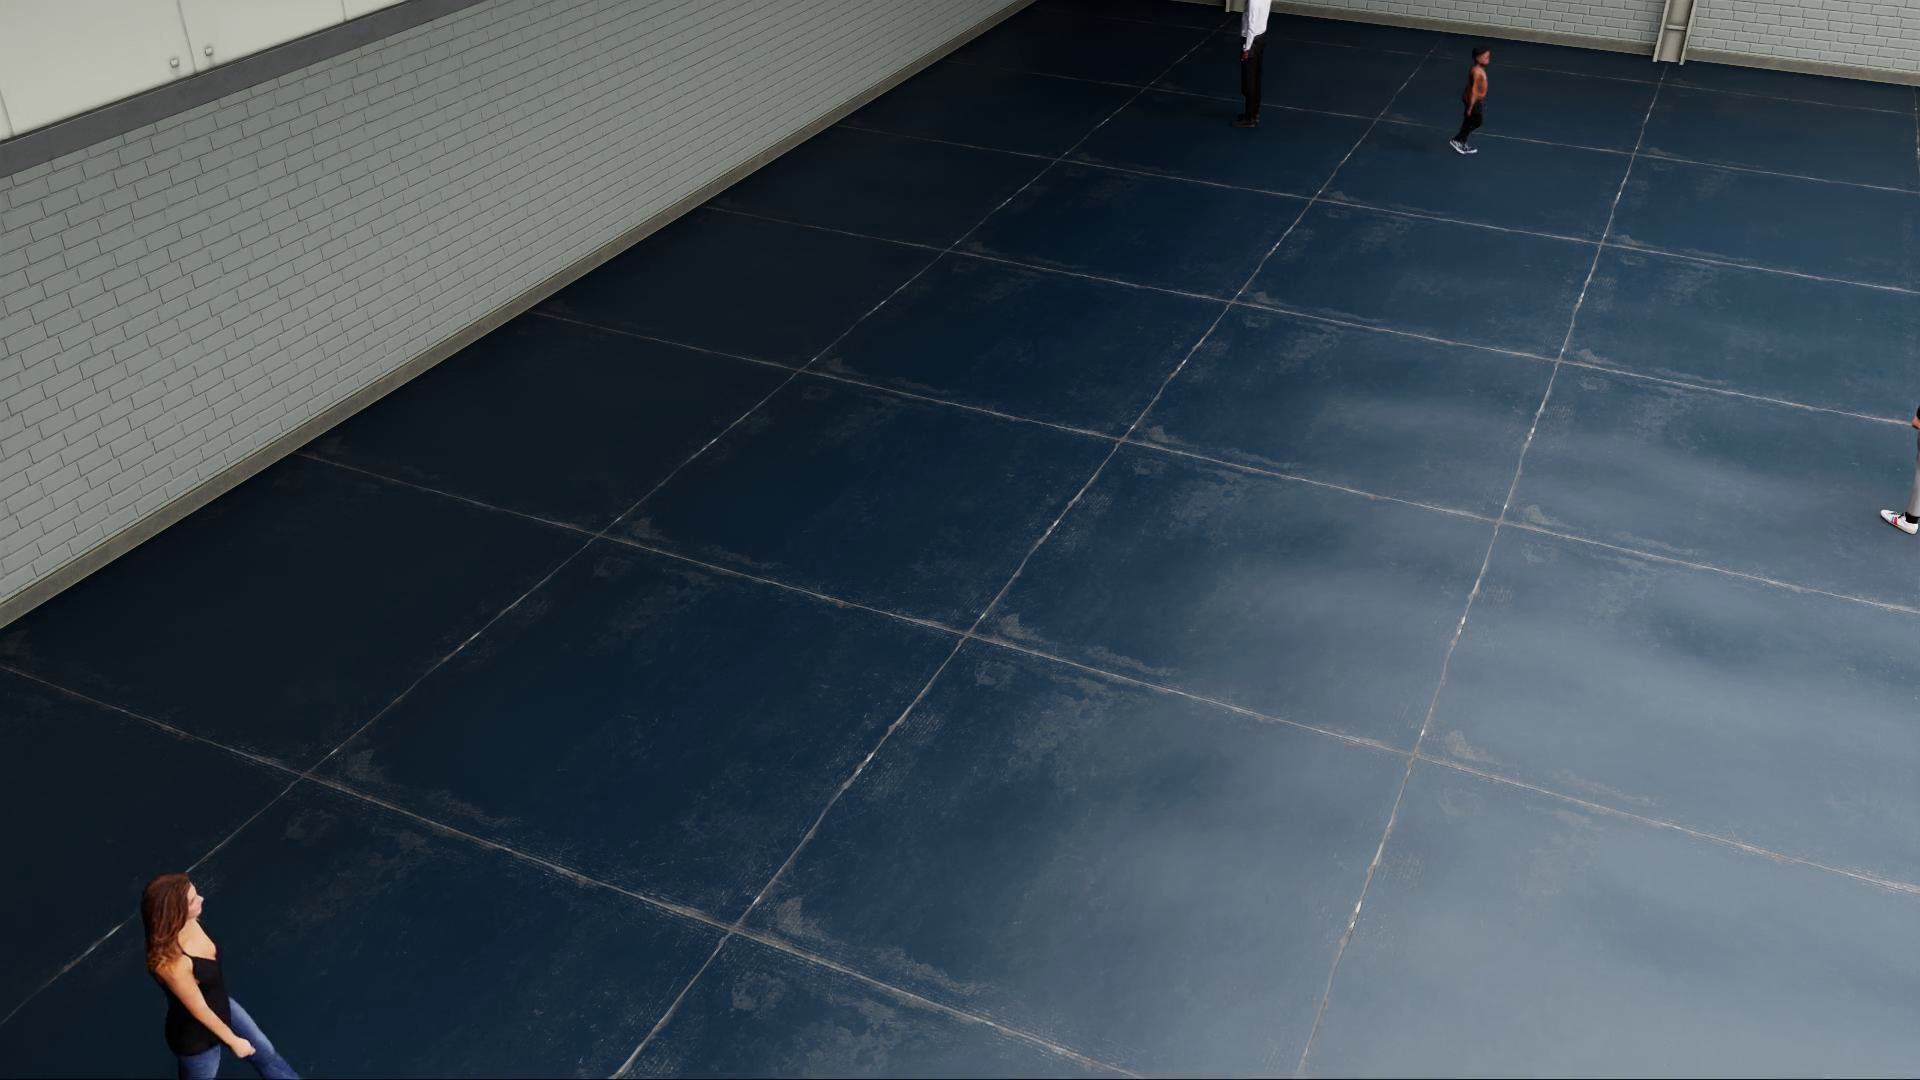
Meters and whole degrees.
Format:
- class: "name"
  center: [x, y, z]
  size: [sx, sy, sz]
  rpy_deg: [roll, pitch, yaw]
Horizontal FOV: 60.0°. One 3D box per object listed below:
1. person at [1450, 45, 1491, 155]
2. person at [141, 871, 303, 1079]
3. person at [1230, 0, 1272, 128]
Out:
- class: "person"
  center: [5.804, -5.039, 19.034]
  size: [0.593, 1.246, 0.567]
  rpy_deg: [9, 33, 14]
- class: "person"
  center: [-3.377, 2.147, 7.248]
  size: [1.133, 1.668, 0.987]
  rpy_deg: [-6, 33, -10]
- class: "person"
  center: [3.484, -5.848, 19.766]
  size: [0.551, 1.835, 0.650]
  rpy_deg: [17, 36, 25]
